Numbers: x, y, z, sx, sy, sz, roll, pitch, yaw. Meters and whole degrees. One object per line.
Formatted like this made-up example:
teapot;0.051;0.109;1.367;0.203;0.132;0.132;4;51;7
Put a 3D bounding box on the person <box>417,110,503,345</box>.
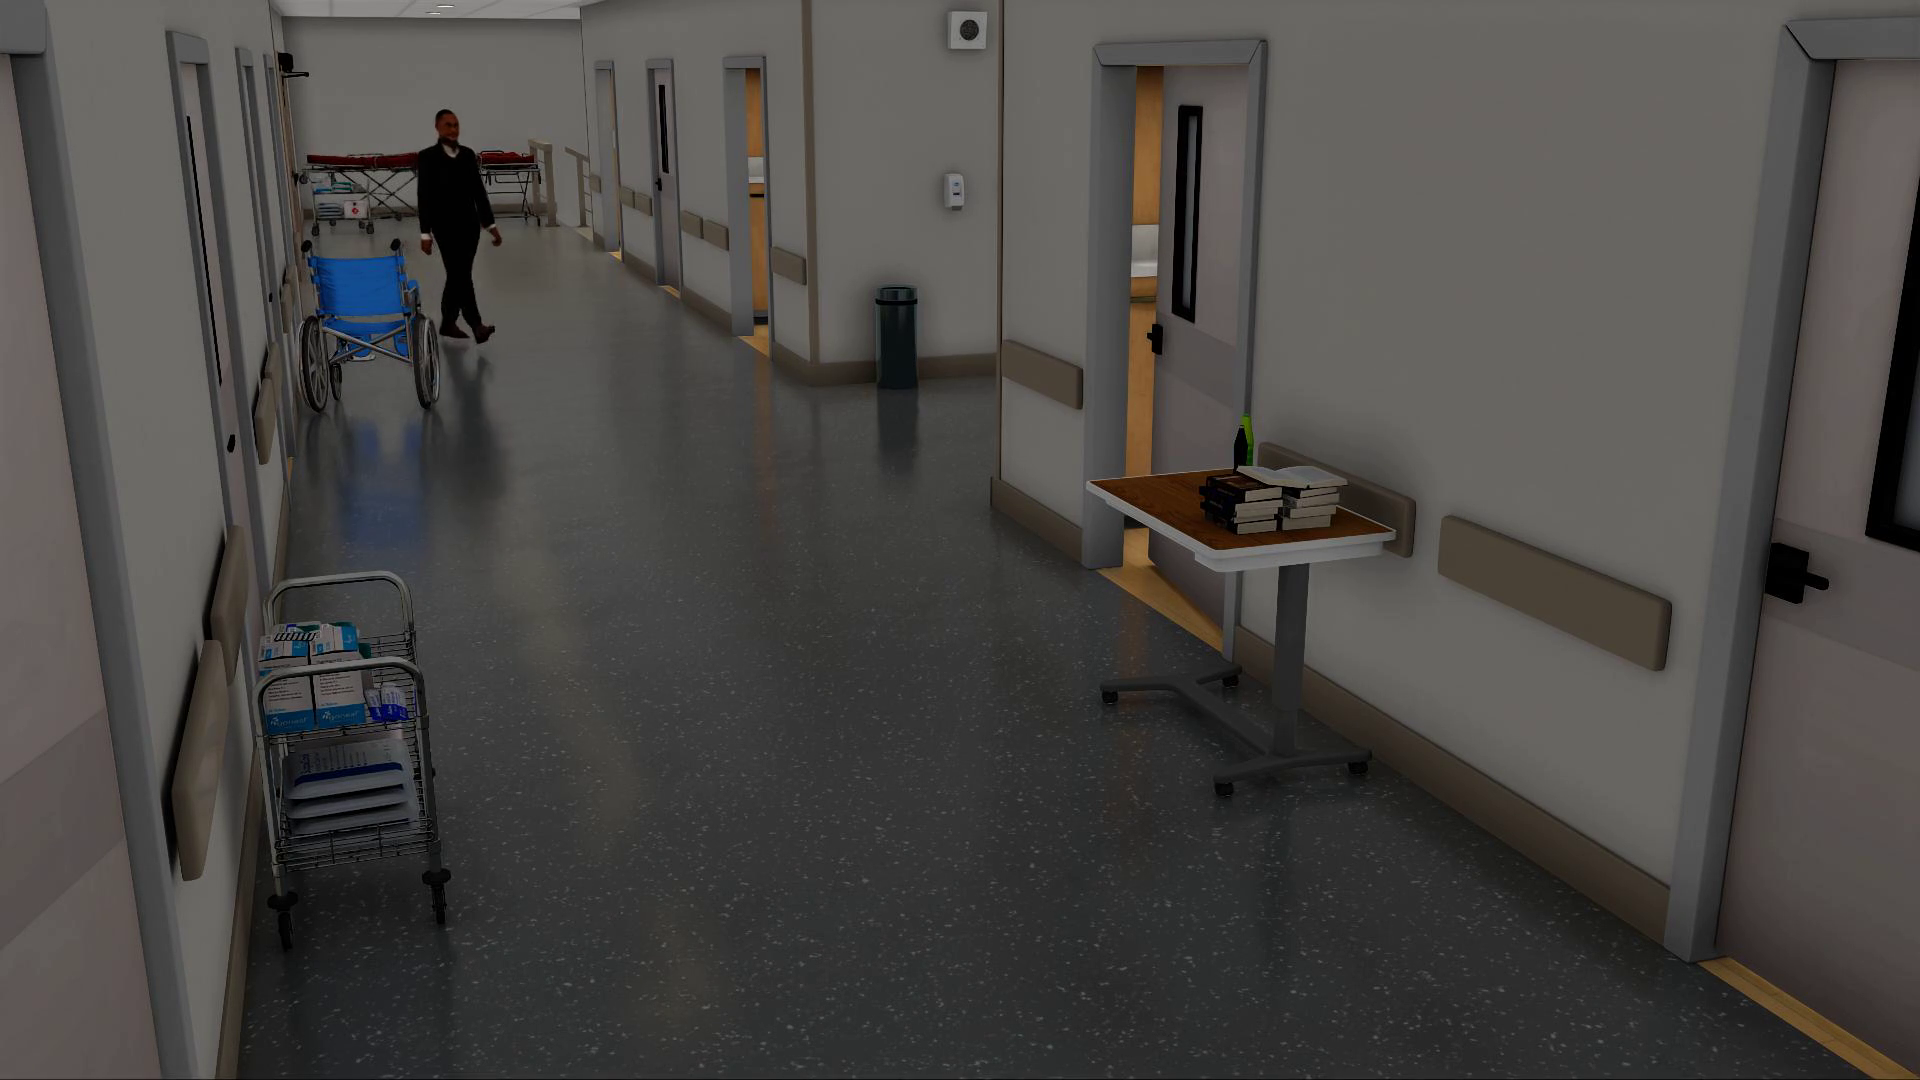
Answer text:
person;-4.185;-2.533;13.649;1.350;1.858;1.082;14;21;41
